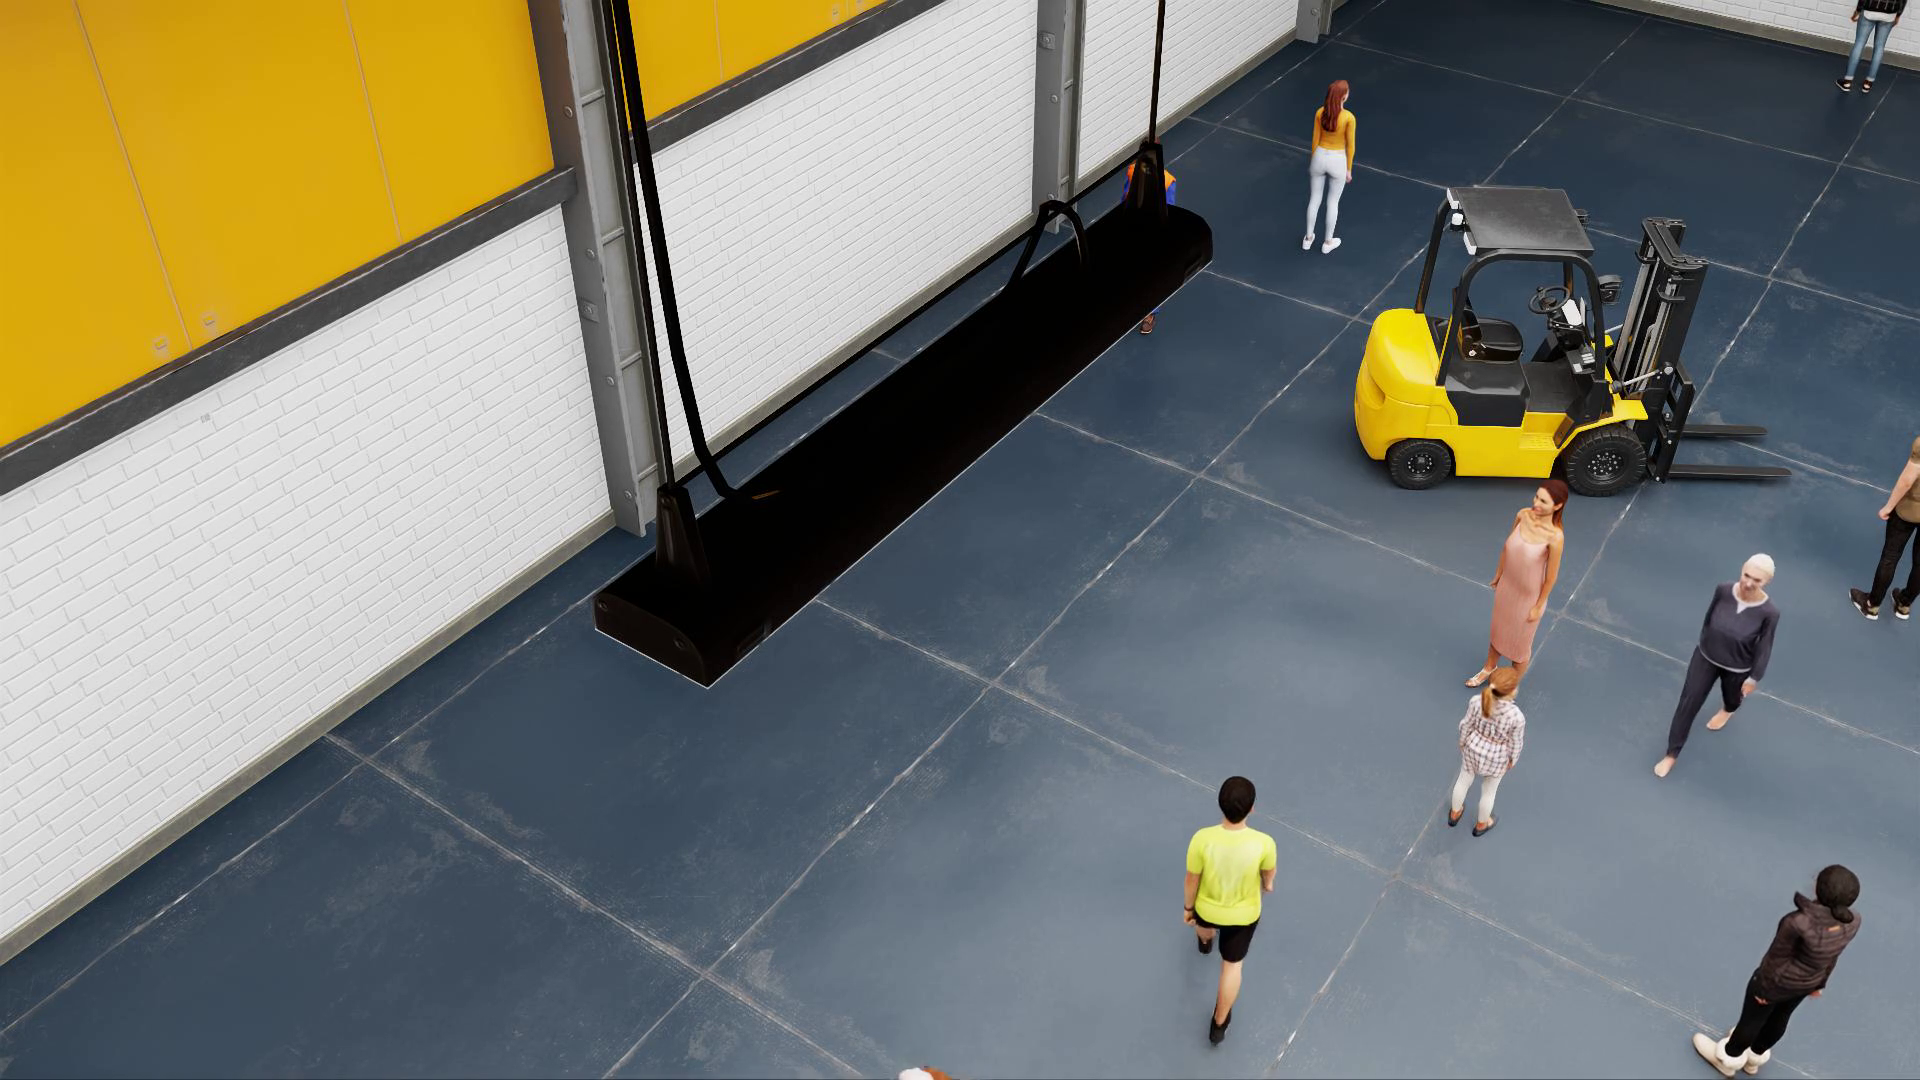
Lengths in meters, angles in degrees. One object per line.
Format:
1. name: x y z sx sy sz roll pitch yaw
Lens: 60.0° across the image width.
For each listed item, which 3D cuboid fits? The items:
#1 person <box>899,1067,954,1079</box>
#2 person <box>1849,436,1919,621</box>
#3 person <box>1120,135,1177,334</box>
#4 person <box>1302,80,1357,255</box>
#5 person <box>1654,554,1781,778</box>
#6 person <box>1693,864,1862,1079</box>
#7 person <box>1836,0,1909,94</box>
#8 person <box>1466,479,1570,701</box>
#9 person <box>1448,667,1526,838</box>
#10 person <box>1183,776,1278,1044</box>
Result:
1. person: -0.173 2.952 7.900 0.732 1.617 0.839 13 40 15
2. person: 6.773 -0.225 11.691 0.753 1.850 0.755 2 39 2
3. person: 1.645 -2.741 14.831 0.682 1.864 0.599 21 43 25
4. person: 3.549 -3.592 15.987 0.595 1.751 0.583 19 42 22
5. person: 4.946 0.718 10.642 0.717 1.685 1.148 30 47 32
6. person: 4.333 2.291 8.689 0.775 1.665 0.715 16 41 19
7. person: 10.495 -6.026 18.979 0.734 1.820 0.684 10 40 13
8. person: 3.723 0.347 10.989 0.648 1.832 0.651 -19 42 -22
9. person: 3.235 1.293 10.223 0.529 1.310 0.482 25 45 28
10. person: 1.449 2.030 9.017 0.928 1.663 1.196 8 39 10
